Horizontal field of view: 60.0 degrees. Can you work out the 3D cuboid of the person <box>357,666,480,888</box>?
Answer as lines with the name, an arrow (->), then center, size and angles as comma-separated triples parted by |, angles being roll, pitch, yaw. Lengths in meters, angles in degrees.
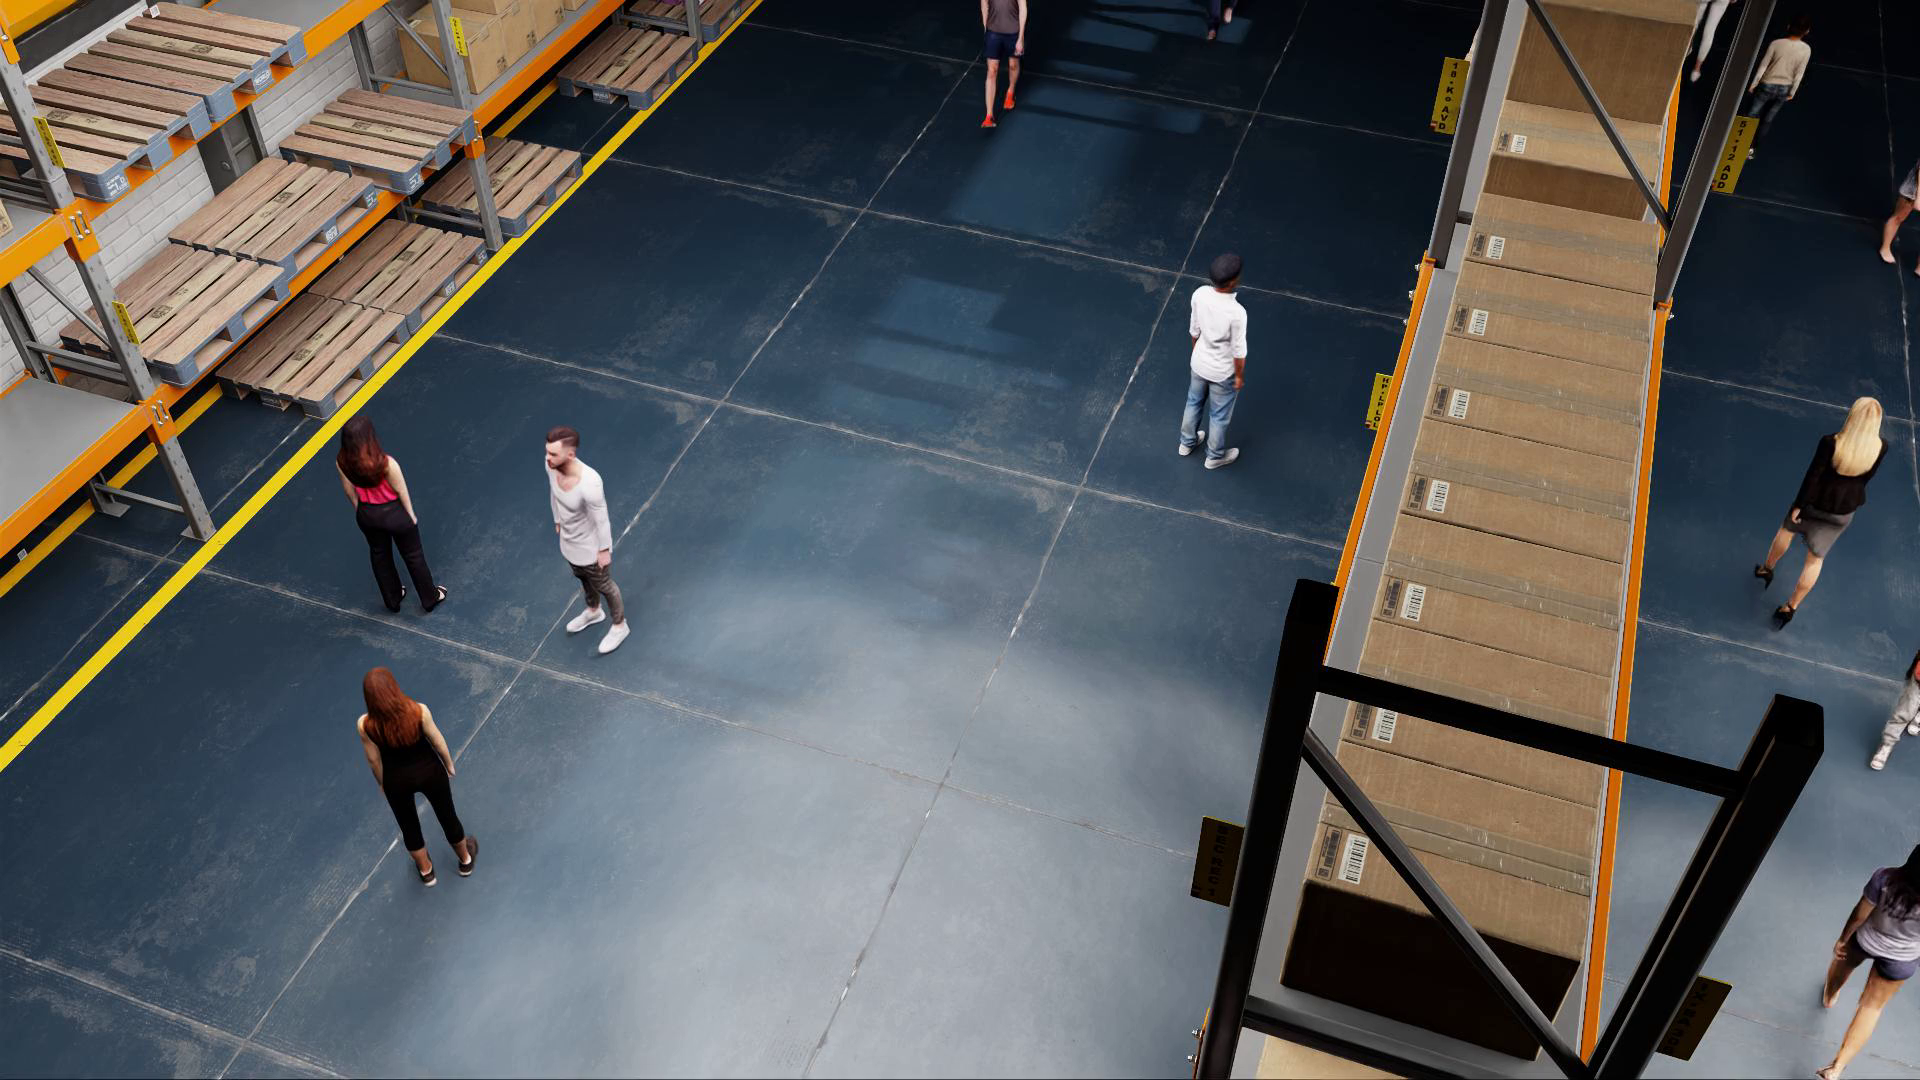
person -> -3.124, 1.350, 9.483 | 0.658, 1.725, 0.692 | -12, 45, -12

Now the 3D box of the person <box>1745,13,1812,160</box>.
person -> 7.565, -4.157, 15.462 | 0.596, 1.452, 0.754 | 10, 44, 10

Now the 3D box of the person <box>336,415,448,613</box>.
person -> -3.836, -0.168, 11.124 | 0.627, 1.659, 0.583 | 5, 44, 5

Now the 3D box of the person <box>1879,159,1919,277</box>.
person -> 8.223, -3.073, 14.220 | 0.737, 1.595, 0.918 | -1, 44, -1

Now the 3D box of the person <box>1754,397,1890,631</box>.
person -> 5.716, -0.114, 10.952 | 0.671, 1.819, 0.858 | 8, 44, 8

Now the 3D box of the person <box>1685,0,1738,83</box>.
person -> 7.533, -5.403, 16.622 | 0.639, 1.657, 1.112 | 15, 46, 16

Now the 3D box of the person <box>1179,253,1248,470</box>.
person -> 1.872, -1.318, 12.218 | 0.729, 1.816, 0.729 | -34, 53, -30

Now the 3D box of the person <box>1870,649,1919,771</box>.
person -> 6.096, 0.826, 10.346 | 0.654, 1.294, 0.952 | 28, 50, 26

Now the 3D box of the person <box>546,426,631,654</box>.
person -> -2.452, -0.029, 10.848 | 0.735, 1.839, 0.686 | 30, 51, 28

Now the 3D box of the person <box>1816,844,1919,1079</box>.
person -> 4.784, 2.174, 8.633 | 0.782, 1.705, 1.149 | 25, 49, 24

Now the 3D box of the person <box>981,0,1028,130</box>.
person -> 0.468, -4.924, 16.012 | 0.724, 1.803, 1.181 | 10, 45, 10
